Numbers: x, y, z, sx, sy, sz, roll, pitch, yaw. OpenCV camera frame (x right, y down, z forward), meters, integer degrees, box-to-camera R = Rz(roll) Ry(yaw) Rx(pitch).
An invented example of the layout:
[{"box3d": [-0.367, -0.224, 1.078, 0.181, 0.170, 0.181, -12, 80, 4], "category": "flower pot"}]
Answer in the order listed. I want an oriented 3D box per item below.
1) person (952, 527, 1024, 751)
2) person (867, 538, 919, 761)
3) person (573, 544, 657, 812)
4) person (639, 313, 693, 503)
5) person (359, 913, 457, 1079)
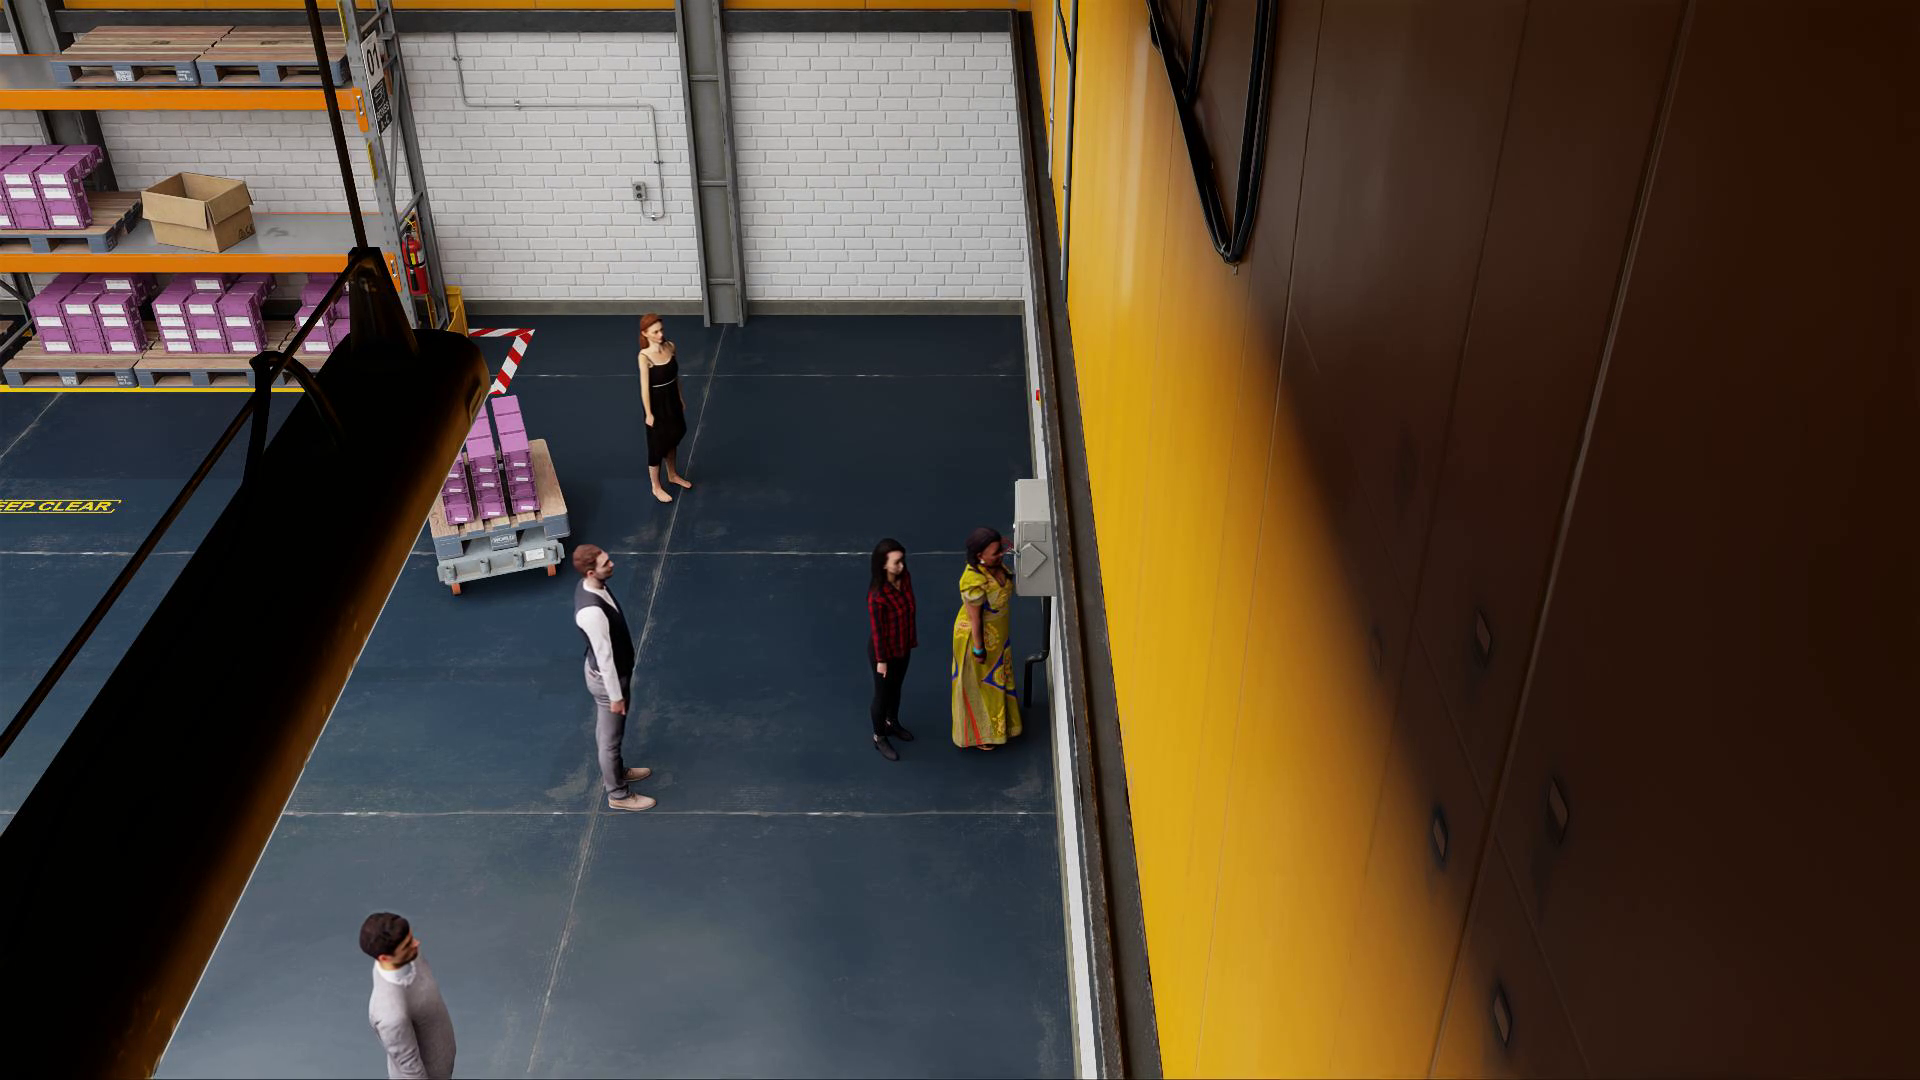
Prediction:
[{"box3d": [0.149, 0.617, 10.956, 0.880, 1.661, 0.932, 8, 34, 12], "category": "person"}, {"box3d": [-0.465, 0.689, 10.850, 0.660, 1.657, 0.662, 16, 37, 23], "category": "person"}, {"box3d": [-2.202, 0.834, 10.378, 0.641, 1.939, 0.712, -7, 34, -11], "category": "person"}, {"box3d": [-2.434, -1.108, 13.583, 0.720, 1.624, 0.680, 21, 39, 28], "category": "person"}, {"box3d": [-2.566, 2.480, 7.915, 0.727, 1.923, 0.798, -8, 35, -12], "category": "person"}]
